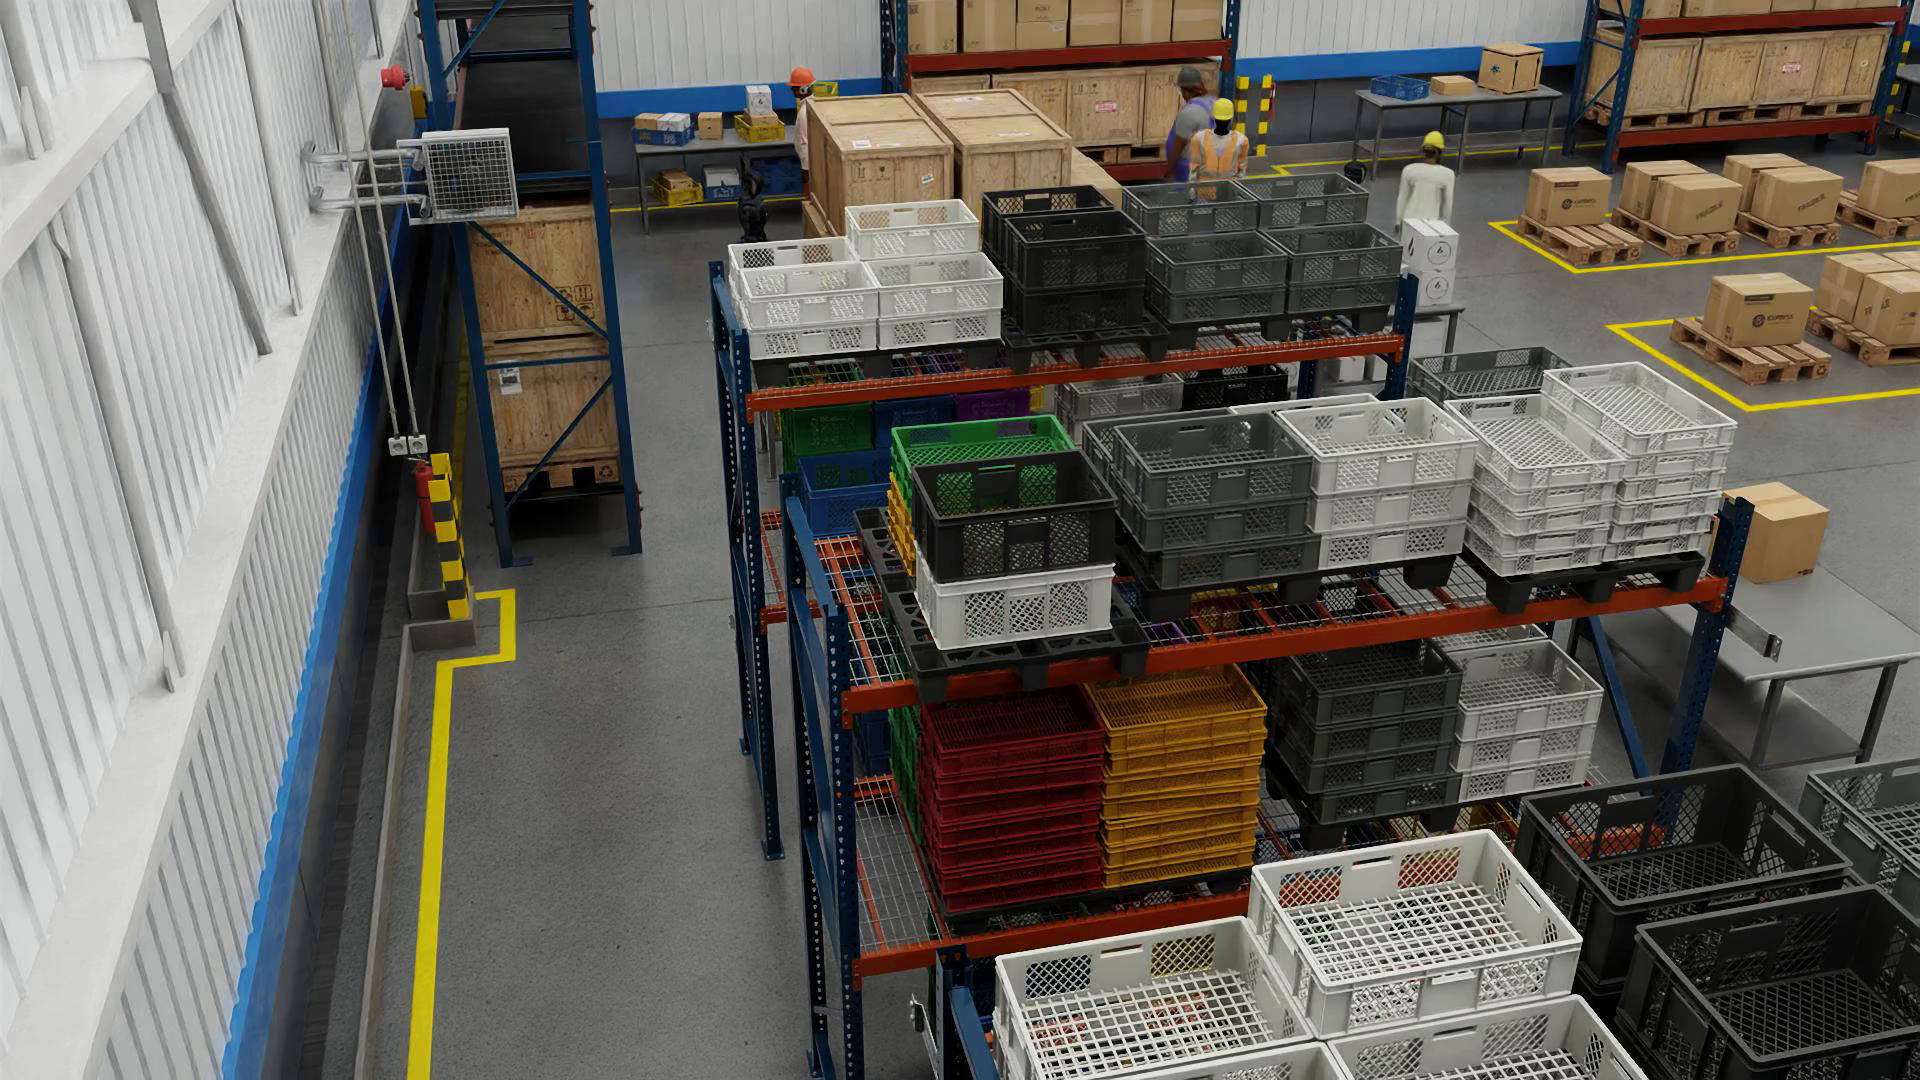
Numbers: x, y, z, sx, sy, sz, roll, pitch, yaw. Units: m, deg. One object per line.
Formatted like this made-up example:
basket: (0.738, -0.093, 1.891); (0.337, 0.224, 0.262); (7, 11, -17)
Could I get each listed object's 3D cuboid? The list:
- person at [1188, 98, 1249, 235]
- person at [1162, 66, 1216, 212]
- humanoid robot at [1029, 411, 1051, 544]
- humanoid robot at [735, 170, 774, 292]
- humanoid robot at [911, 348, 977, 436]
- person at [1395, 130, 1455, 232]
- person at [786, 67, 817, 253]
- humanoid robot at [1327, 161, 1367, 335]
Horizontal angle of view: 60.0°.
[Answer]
person: (2.619, -3.546, 16.994); (0.586, 1.929, 0.357); (4, 28, 7)
person: (2.395, -4.117, 17.959); (0.832, 2.000, 0.686); (12, 30, 21)
humanoid robot: (0.393, -0.051, 10.631); (0.351, 1.647, 0.574); (-19, 33, -32)
humanoid robot: (-1.906, -2.624, 15.502); (0.328, 1.652, 0.601); (4, 28, 7)
humanoid robot: (-0.090, -0.953, 12.330); (0.589, 1.657, 0.327); (-23, 35, -36)
person: (4.549, -3.135, 16.420); (0.535, 1.738, 0.629); (12, 30, 22)
person: (-1.640, -4.113, 18.017); (0.412, 1.985, 0.609); (2, 28, 4)
humanoid robot: (3.638, -2.780, 15.807); (0.332, 1.651, 0.574); (-2, 28, -4)
